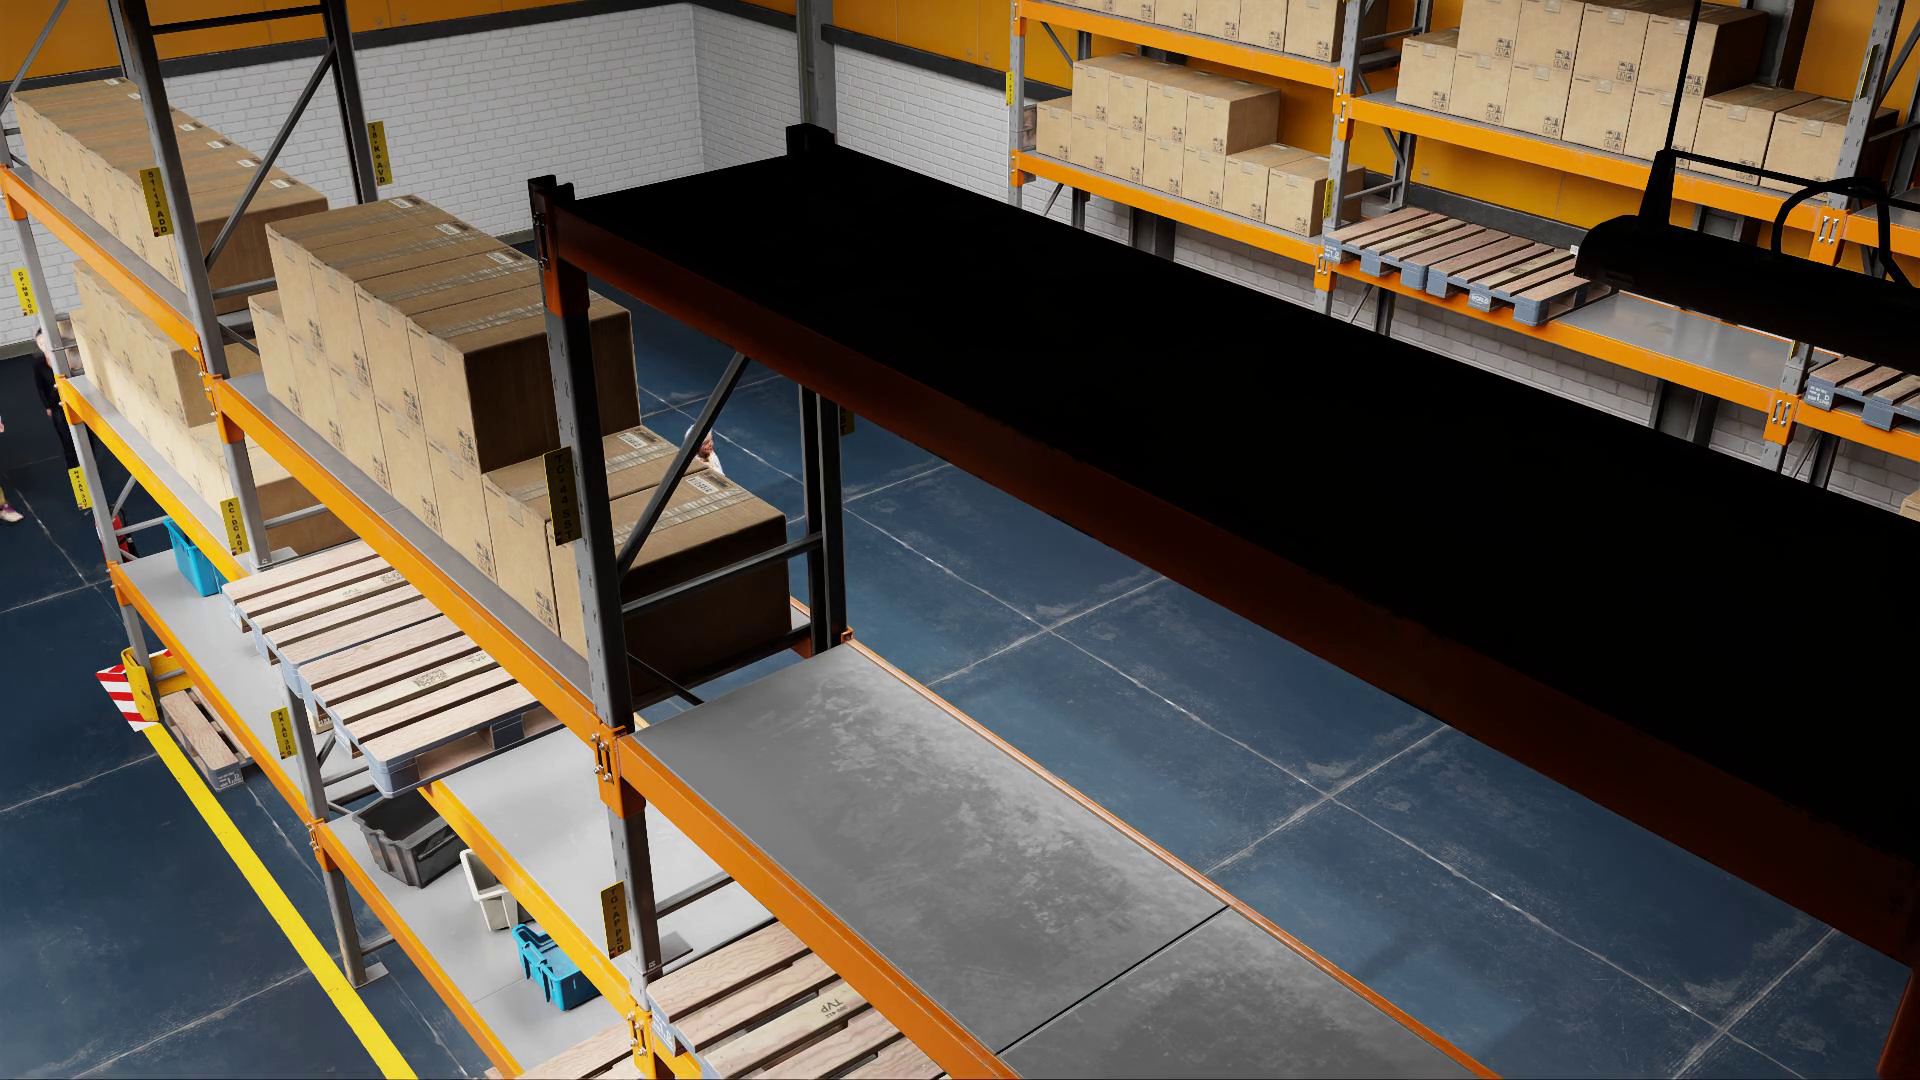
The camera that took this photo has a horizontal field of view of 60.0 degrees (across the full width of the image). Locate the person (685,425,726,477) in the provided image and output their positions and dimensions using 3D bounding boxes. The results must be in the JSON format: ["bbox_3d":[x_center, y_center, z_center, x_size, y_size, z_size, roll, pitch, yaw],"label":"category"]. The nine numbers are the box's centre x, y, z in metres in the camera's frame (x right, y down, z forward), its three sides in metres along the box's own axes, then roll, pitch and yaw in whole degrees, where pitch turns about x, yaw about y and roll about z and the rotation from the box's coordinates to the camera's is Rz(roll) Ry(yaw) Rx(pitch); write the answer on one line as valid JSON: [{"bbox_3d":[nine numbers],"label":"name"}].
[{"bbox_3d":[-2.211,-0.177,13.940,1.028,1.740,0.905,8,30,14],"label":"person"}]

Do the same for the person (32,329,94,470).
[{"bbox_3d":[-8.562,-1.262,16.002,0.785,1.671,1.097,-9,30,-17],"label":"person"}]
